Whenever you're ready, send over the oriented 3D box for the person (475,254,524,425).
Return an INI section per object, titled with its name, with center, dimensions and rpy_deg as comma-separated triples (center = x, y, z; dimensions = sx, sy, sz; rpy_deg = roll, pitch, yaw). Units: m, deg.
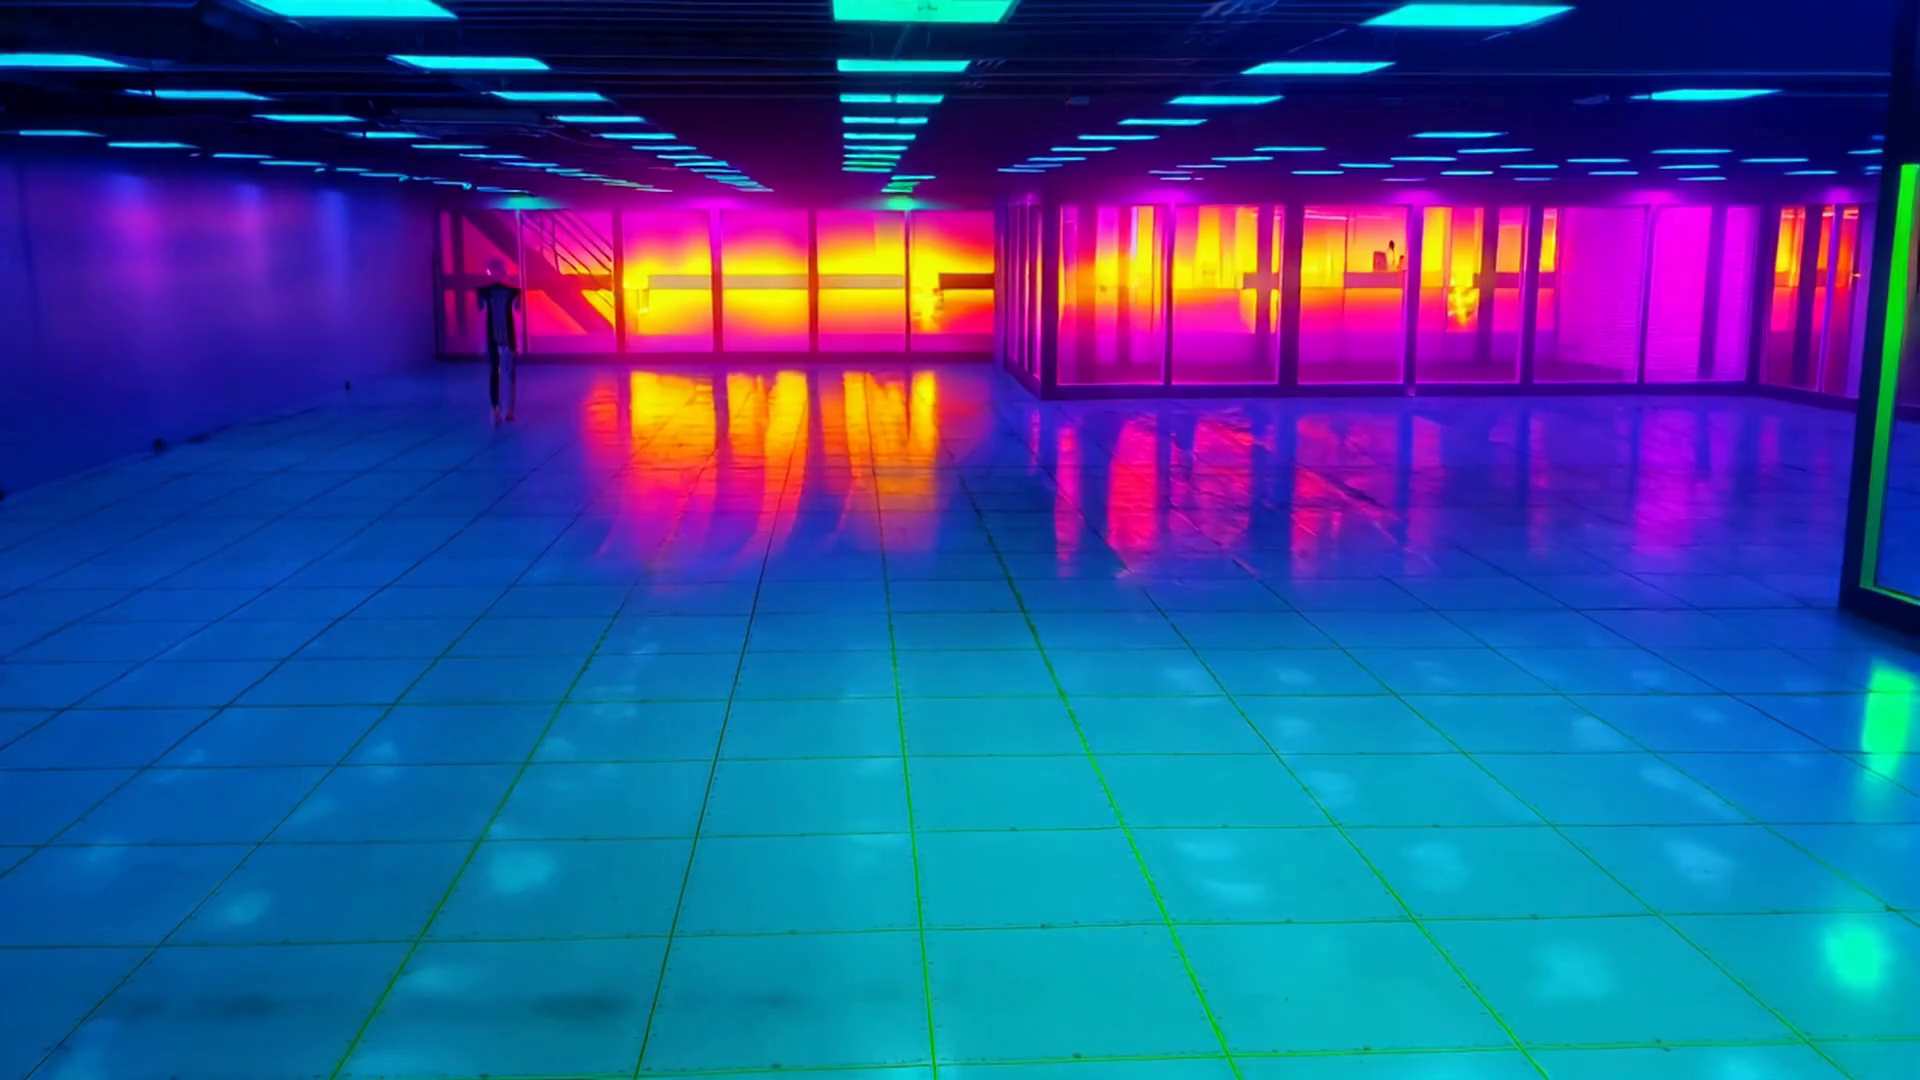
[person]
center = -4.993, -2.159, 18.003
dimensions = 0.508, 1.852, 0.789
rpy_deg = -2, 11, -10
